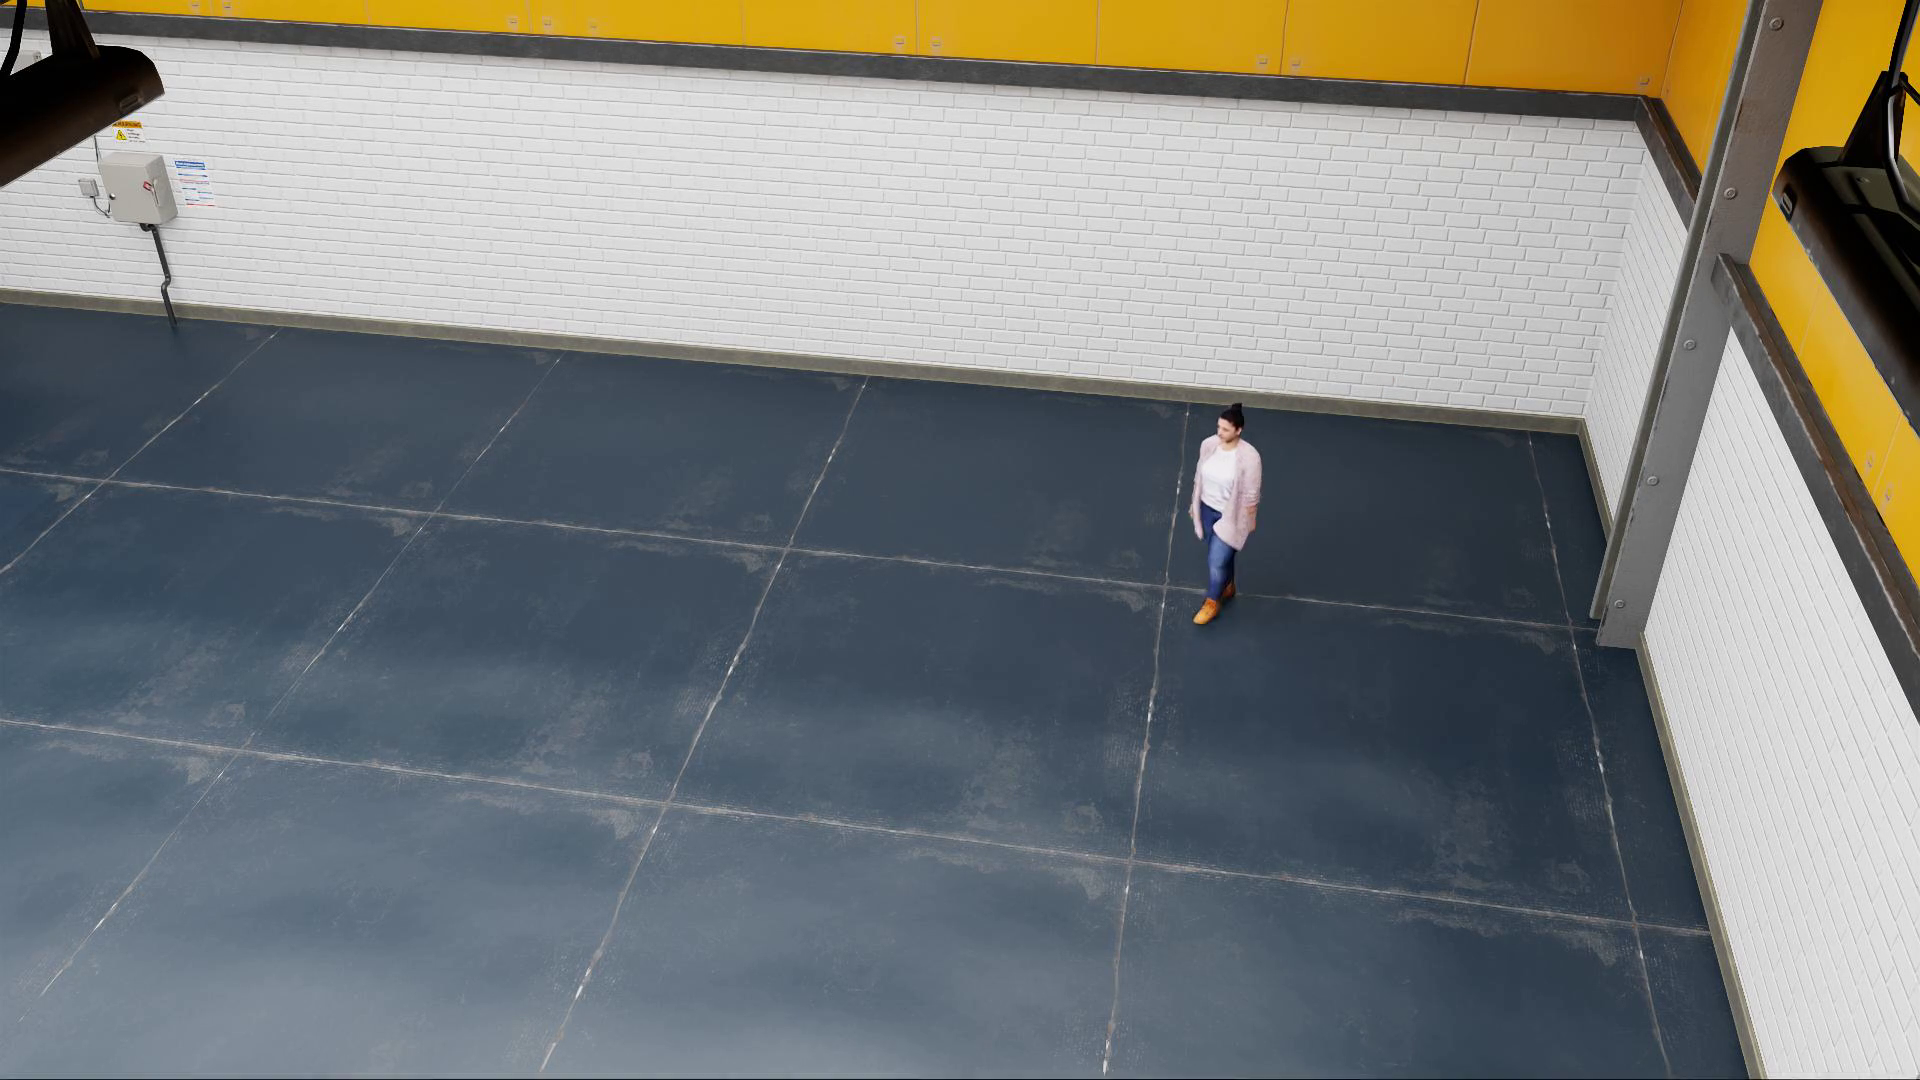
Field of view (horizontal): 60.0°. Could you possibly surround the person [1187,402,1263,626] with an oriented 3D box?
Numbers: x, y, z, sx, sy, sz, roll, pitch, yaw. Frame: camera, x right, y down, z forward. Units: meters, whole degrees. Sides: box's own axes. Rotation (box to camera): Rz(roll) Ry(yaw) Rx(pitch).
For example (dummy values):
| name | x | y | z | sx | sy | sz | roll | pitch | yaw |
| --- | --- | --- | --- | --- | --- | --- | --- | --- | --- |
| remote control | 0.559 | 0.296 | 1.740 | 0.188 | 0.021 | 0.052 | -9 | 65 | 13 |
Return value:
| name | x | y | z | sx | sy | sz | roll | pitch | yaw |
| --- | --- | --- | --- | --- | --- | --- | --- | --- | --- |
| person | 1.999 | -0.244 | 12.127 | 0.975 | 1.727 | 0.914 | -23 | 40 | -30 |
